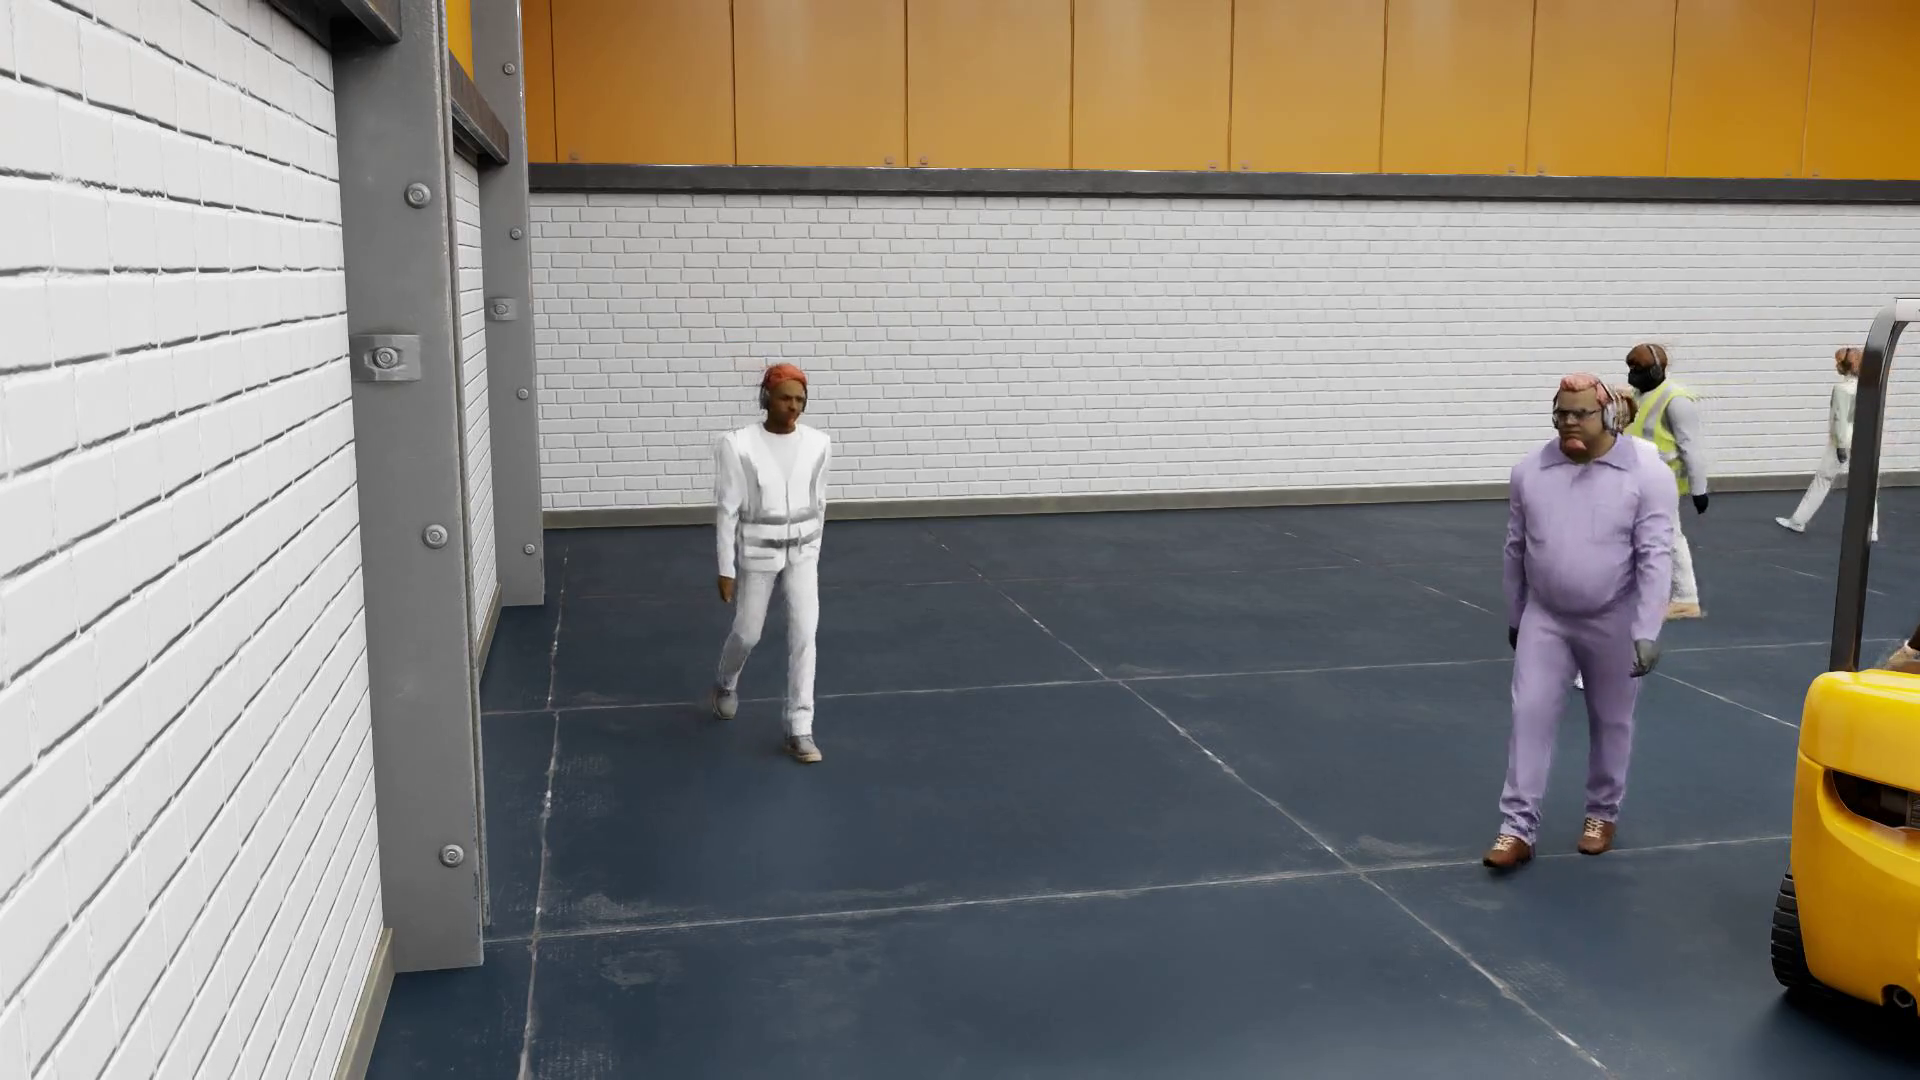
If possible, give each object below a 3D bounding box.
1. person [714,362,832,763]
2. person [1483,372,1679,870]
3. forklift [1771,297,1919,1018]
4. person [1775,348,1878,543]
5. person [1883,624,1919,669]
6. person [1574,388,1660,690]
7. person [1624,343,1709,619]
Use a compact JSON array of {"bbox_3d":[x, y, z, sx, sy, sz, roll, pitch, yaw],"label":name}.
[{"bbox_3d":[-0.901,0.068,7.886,0.584,1.841,0.944,-4,10,-25],"label":"person"},{"bbox_3d":[2.303,0.319,6.234,0.665,1.867,0.895,7,11,36],"label":"person"},{"bbox_3d":[3.542,0.334,5.177,2.313,2.155,1.214,-9,13,-43],"label":"forklift"},{"bbox_3d":[7.324,-0.796,13.876,0.519,1.600,0.845,-5,11,-29],"label":"person"},{"bbox_3d":[5.229,-0.089,8.376,0.629,2.007,1.029,-3,10,-20],"label":"person"},{"bbox_3d":[3.467,0.007,8.880,0.547,1.617,0.525,1,9,7],"label":"person"},{"bbox_3d":[4.350,-0.345,10.556,0.943,1.782,0.663,0,9,-3],"label":"person"}]
